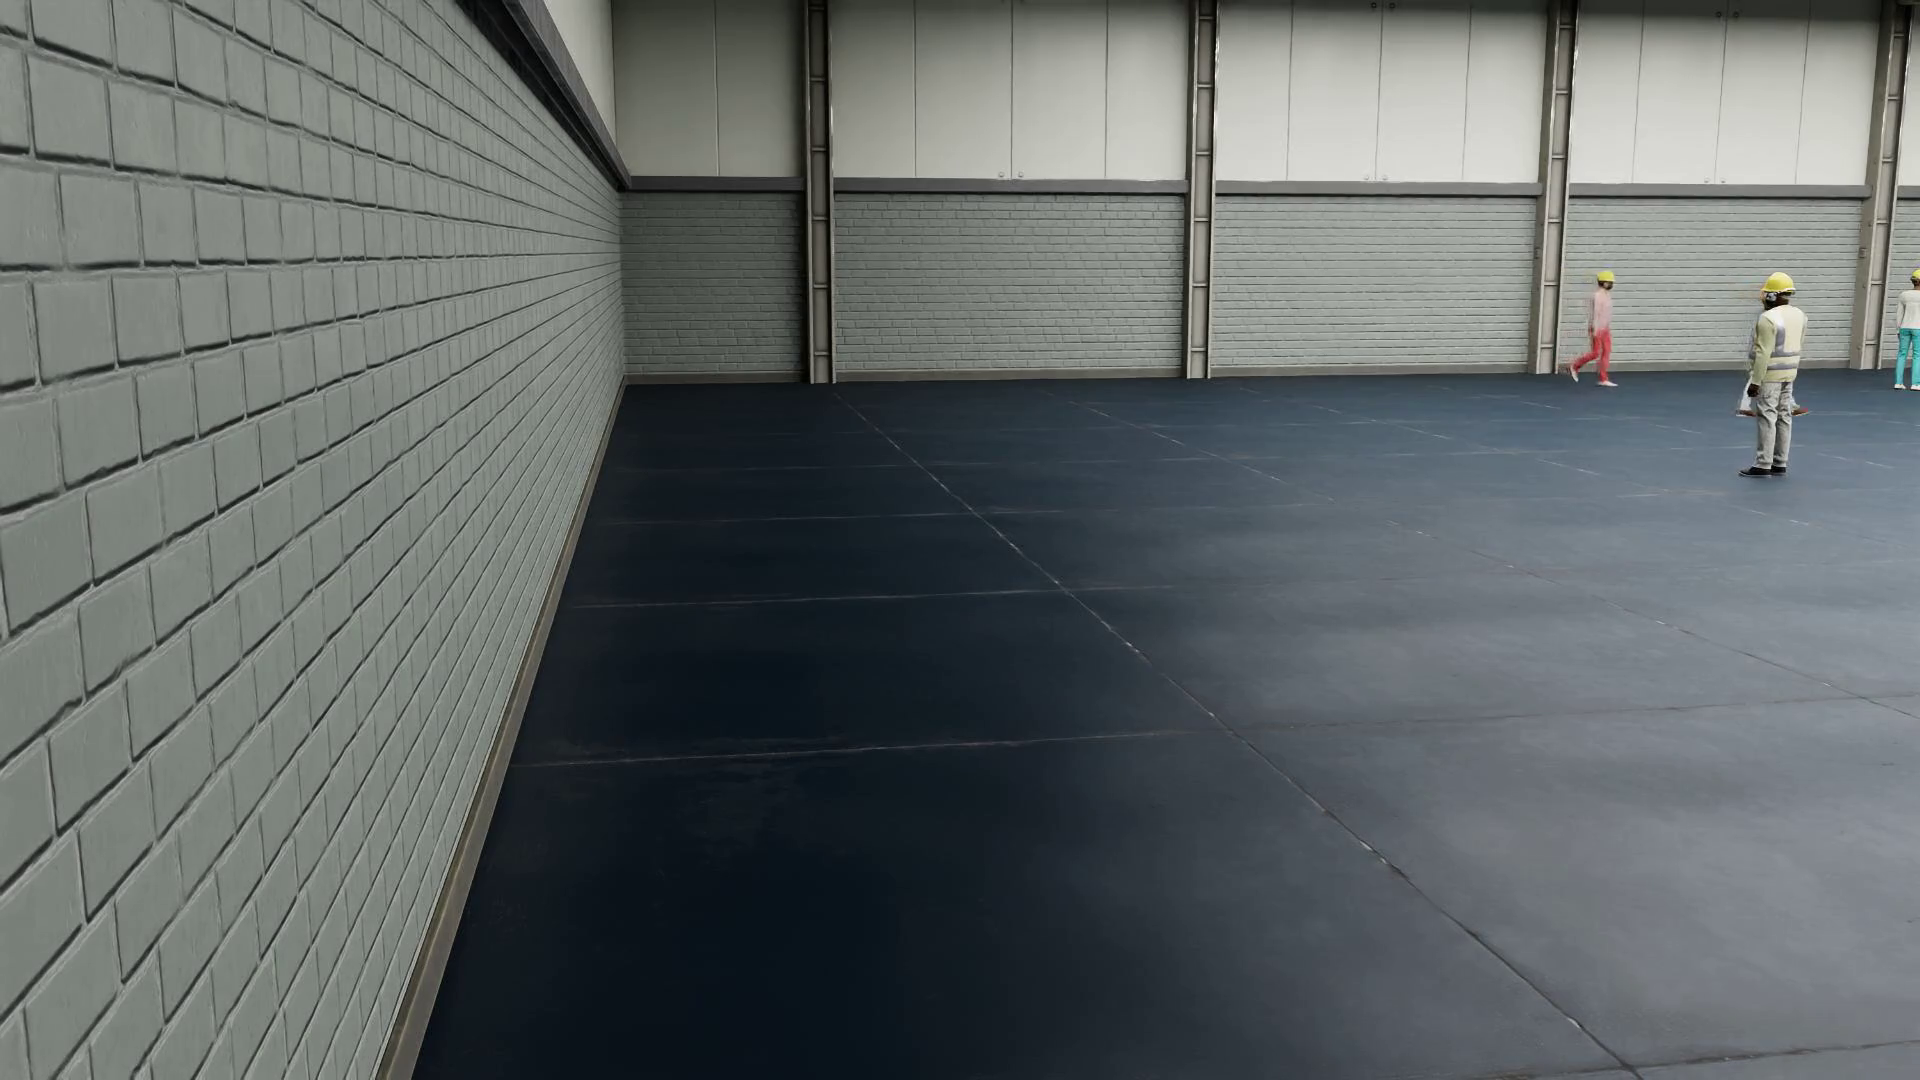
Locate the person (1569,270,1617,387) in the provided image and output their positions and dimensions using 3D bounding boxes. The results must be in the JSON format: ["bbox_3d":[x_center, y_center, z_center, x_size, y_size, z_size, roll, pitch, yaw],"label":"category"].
[{"bbox_3d":[9.577,-3.180,25.003,0.616,1.747,0.527,9,13,43],"label":"person"}]

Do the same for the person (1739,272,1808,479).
[{"bbox_3d":[7.253,-1.463,14.860,0.589,1.834,0.403,-6,12,-31],"label":"person"}]

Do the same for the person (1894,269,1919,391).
[{"bbox_3d":[13.925,-3.060,24.250,0.321,1.767,0.533,-5,11,-27],"label":"person"}]

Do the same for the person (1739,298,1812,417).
[{"bbox_3d":[9.977,-2.285,20.282,0.840,1.593,0.507,1,10,7],"label":"person"}]
